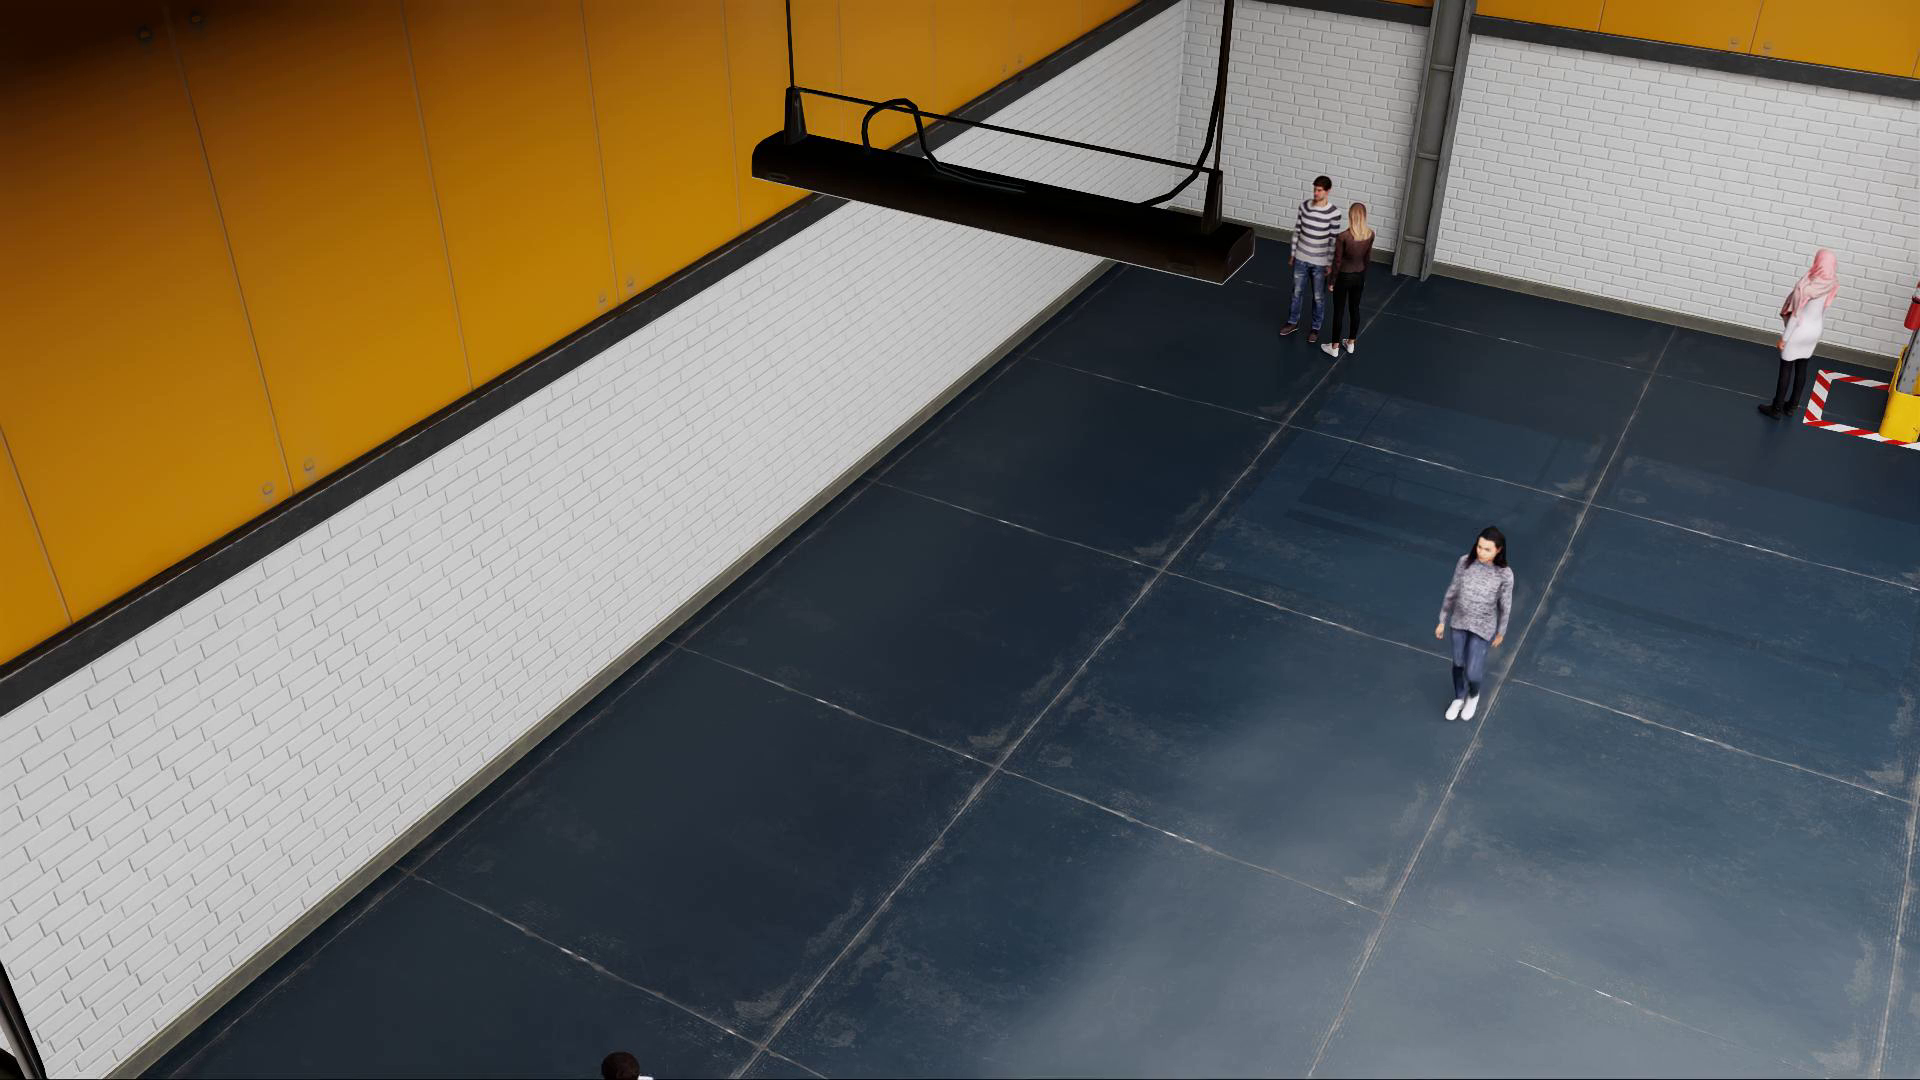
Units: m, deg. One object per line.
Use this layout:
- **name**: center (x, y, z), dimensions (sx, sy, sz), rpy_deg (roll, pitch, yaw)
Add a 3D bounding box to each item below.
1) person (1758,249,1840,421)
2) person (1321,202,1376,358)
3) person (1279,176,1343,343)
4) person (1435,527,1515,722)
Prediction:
- **person**: center (8.331, -2.034, 16.449), dimensions (0.726, 1.803, 0.787), rpy_deg (-8, 34, -12)
- **person**: center (4.131, -2.764, 17.637), dimensions (0.672, 1.704, 0.706), rpy_deg (-12, 36, -18)
- **person**: center (3.810, -3.052, 17.935), dimensions (0.491, 1.854, 0.724), rpy_deg (22, 39, 29)
- **person**: center (3.912, 0.609, 12.550), dimensions (0.581, 1.718, 0.729), rpy_deg (25, 41, 32)
